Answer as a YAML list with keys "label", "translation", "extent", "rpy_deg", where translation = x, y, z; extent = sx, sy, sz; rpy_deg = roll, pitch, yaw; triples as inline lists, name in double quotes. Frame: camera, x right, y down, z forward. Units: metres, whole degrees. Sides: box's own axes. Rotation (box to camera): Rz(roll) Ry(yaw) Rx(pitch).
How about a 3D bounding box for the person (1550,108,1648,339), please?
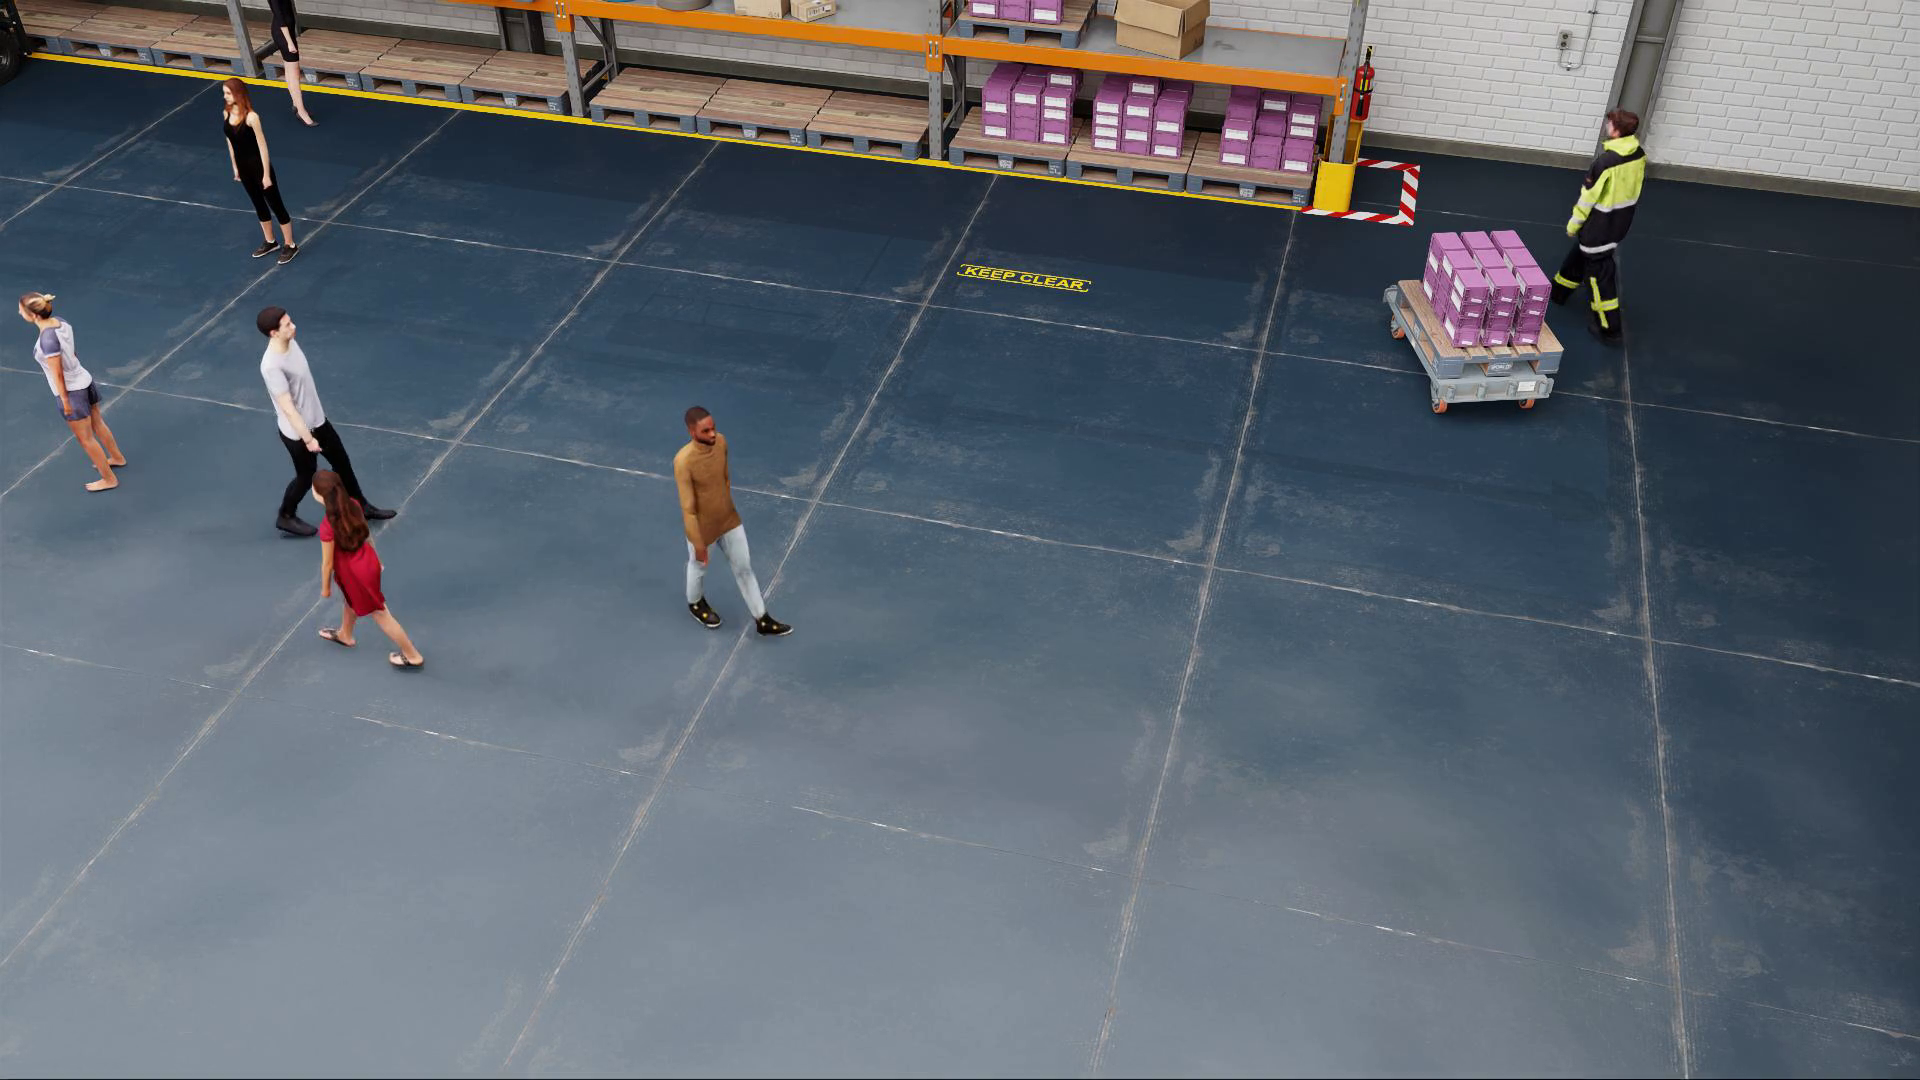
- label: "person"
  translation: [5.436, -2.604, 13.914]
  extent: [1.279, 1.929, 1.374]
  rpy_deg: [-22, 44, -25]

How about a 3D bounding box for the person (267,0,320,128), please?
- label: "person"
  translation: [-7.001, -5.196, 17.259]
  extent: [0.685, 1.805, 0.648]
  rpy_deg: [-16, 41, -19]

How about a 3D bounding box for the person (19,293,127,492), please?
- label: "person"
  translation: [-6.553, -1.118, 12.301]
  extent: [0.646, 1.620, 0.636]
  rpy_deg: [-6, 39, -8]

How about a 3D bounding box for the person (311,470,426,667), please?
- label: "person"
  translation: [-3.827, 0.225, 10.706]
  extent: [1.018, 1.511, 0.541]
  rpy_deg: [10, 40, 13]

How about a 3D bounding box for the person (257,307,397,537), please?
- label: "person"
  translation: [-4.699, -0.786, 11.710]
  extent: [1.127, 1.838, 0.835]
  rpy_deg: [1, 39, 1]

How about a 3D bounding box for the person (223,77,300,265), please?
- label: "person"
  translation: [-6.351, -3.350, 15.011]
  extent: [0.492, 1.726, 0.654]
  rpy_deg: [16, 41, 19]

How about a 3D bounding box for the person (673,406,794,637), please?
- label: "person"
  translation: [-1.712, -0.140, 10.942]
  extent: [1.164, 1.787, 0.926]
  rpy_deg: [25, 45, 28]
